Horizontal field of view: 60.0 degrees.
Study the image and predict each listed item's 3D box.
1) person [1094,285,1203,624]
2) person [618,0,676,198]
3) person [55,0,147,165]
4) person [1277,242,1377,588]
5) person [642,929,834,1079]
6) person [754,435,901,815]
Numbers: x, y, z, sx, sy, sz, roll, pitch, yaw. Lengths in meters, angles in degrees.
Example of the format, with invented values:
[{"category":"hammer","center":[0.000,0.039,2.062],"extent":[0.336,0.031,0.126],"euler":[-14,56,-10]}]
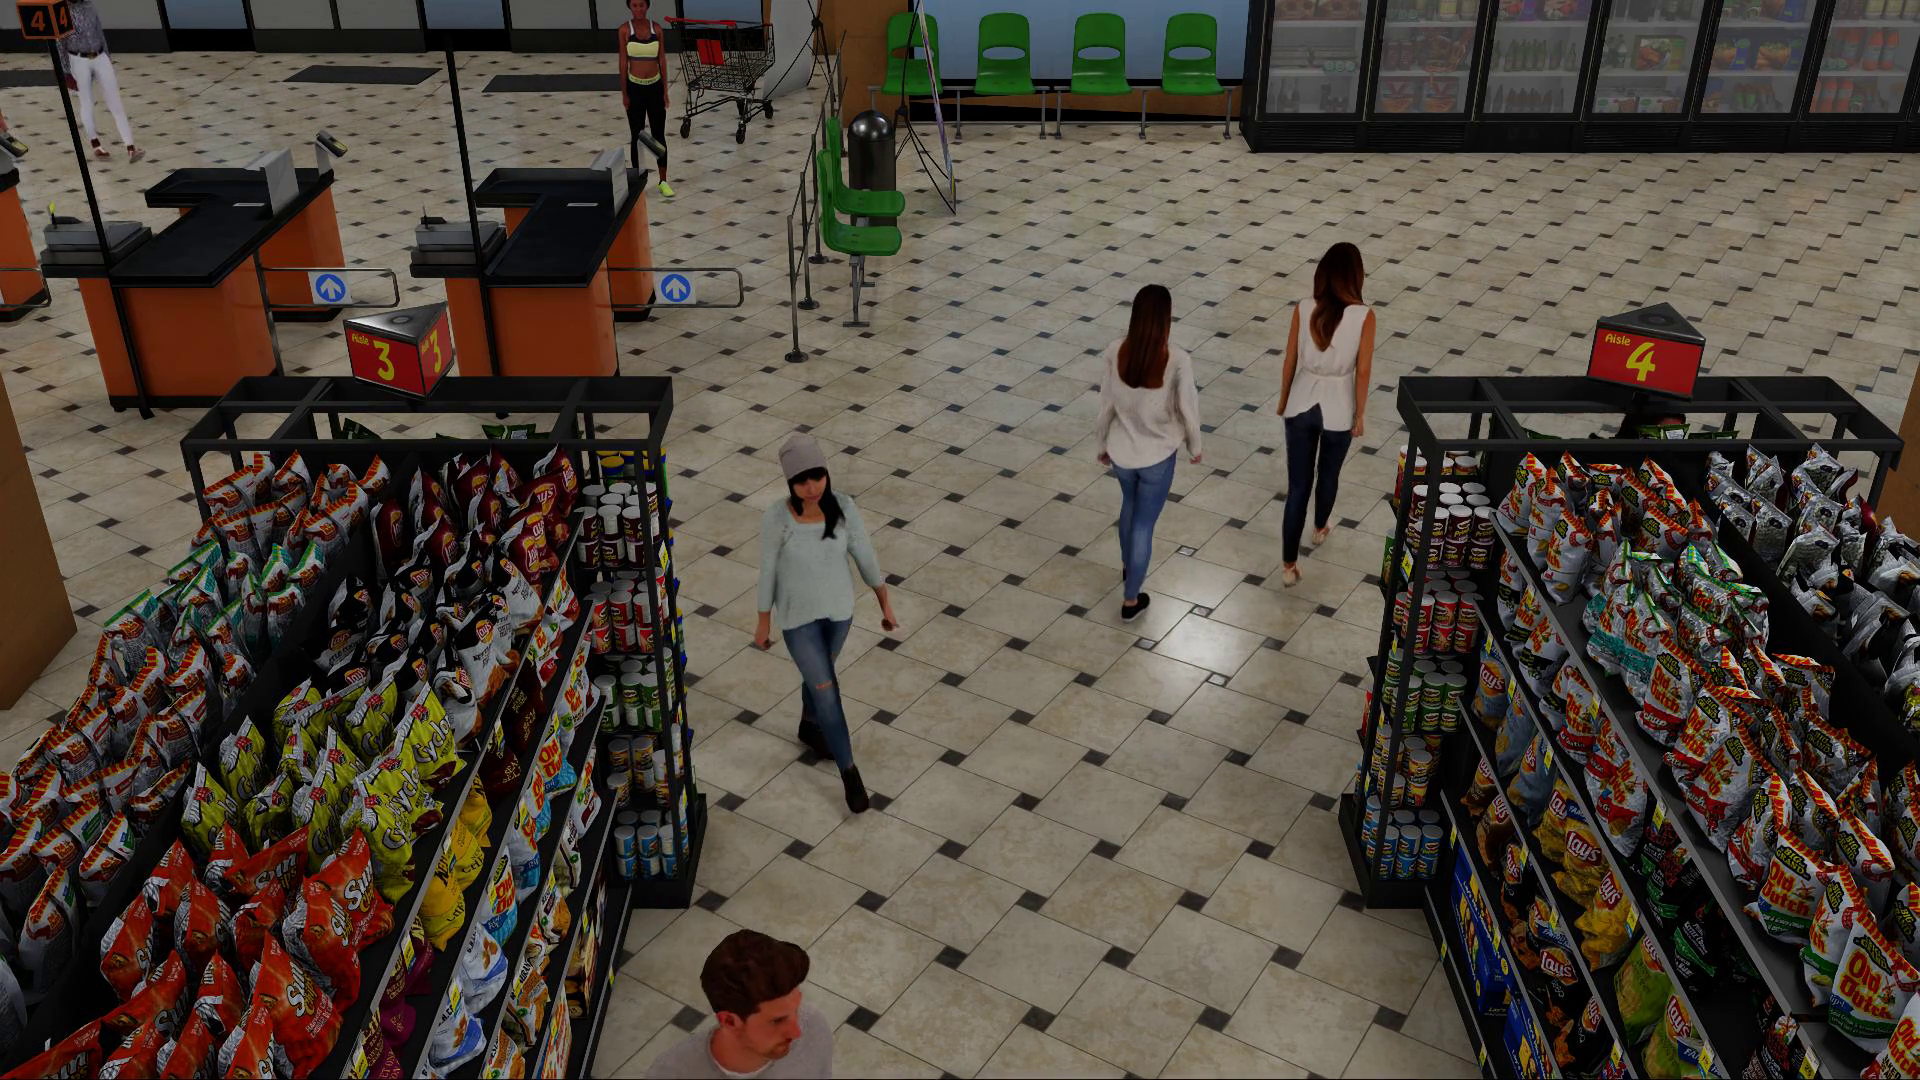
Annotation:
[{"category":"person","center":[0.856,-0.369,7.978],"extent":[0.833,1.673,0.910],"euler":[17,33,28]},{"category":"person","center":[-2.690,-3.808,14.192],"extent":[0.620,1.755,0.614],"euler":[-9,30,-17]},{"category":"person","center":[-7.944,-4.264,15.109],"extent":[1.186,1.677,1.134],"euler":[25,37,37]},{"category":"person","center":[1.773,-0.578,8.286],"extent":[0.871,1.745,1.181],"euler":[10,30,18]},{"category":"person","center":[-0.558,1.643,4.100],"extent":[1.021,1.858,1.221],"euler":[-13,31,-22]},{"category":"person","center":[-0.632,0.282,6.850],"extent":[0.974,1.612,1.091],"euler":[-17,33,-28]}]
